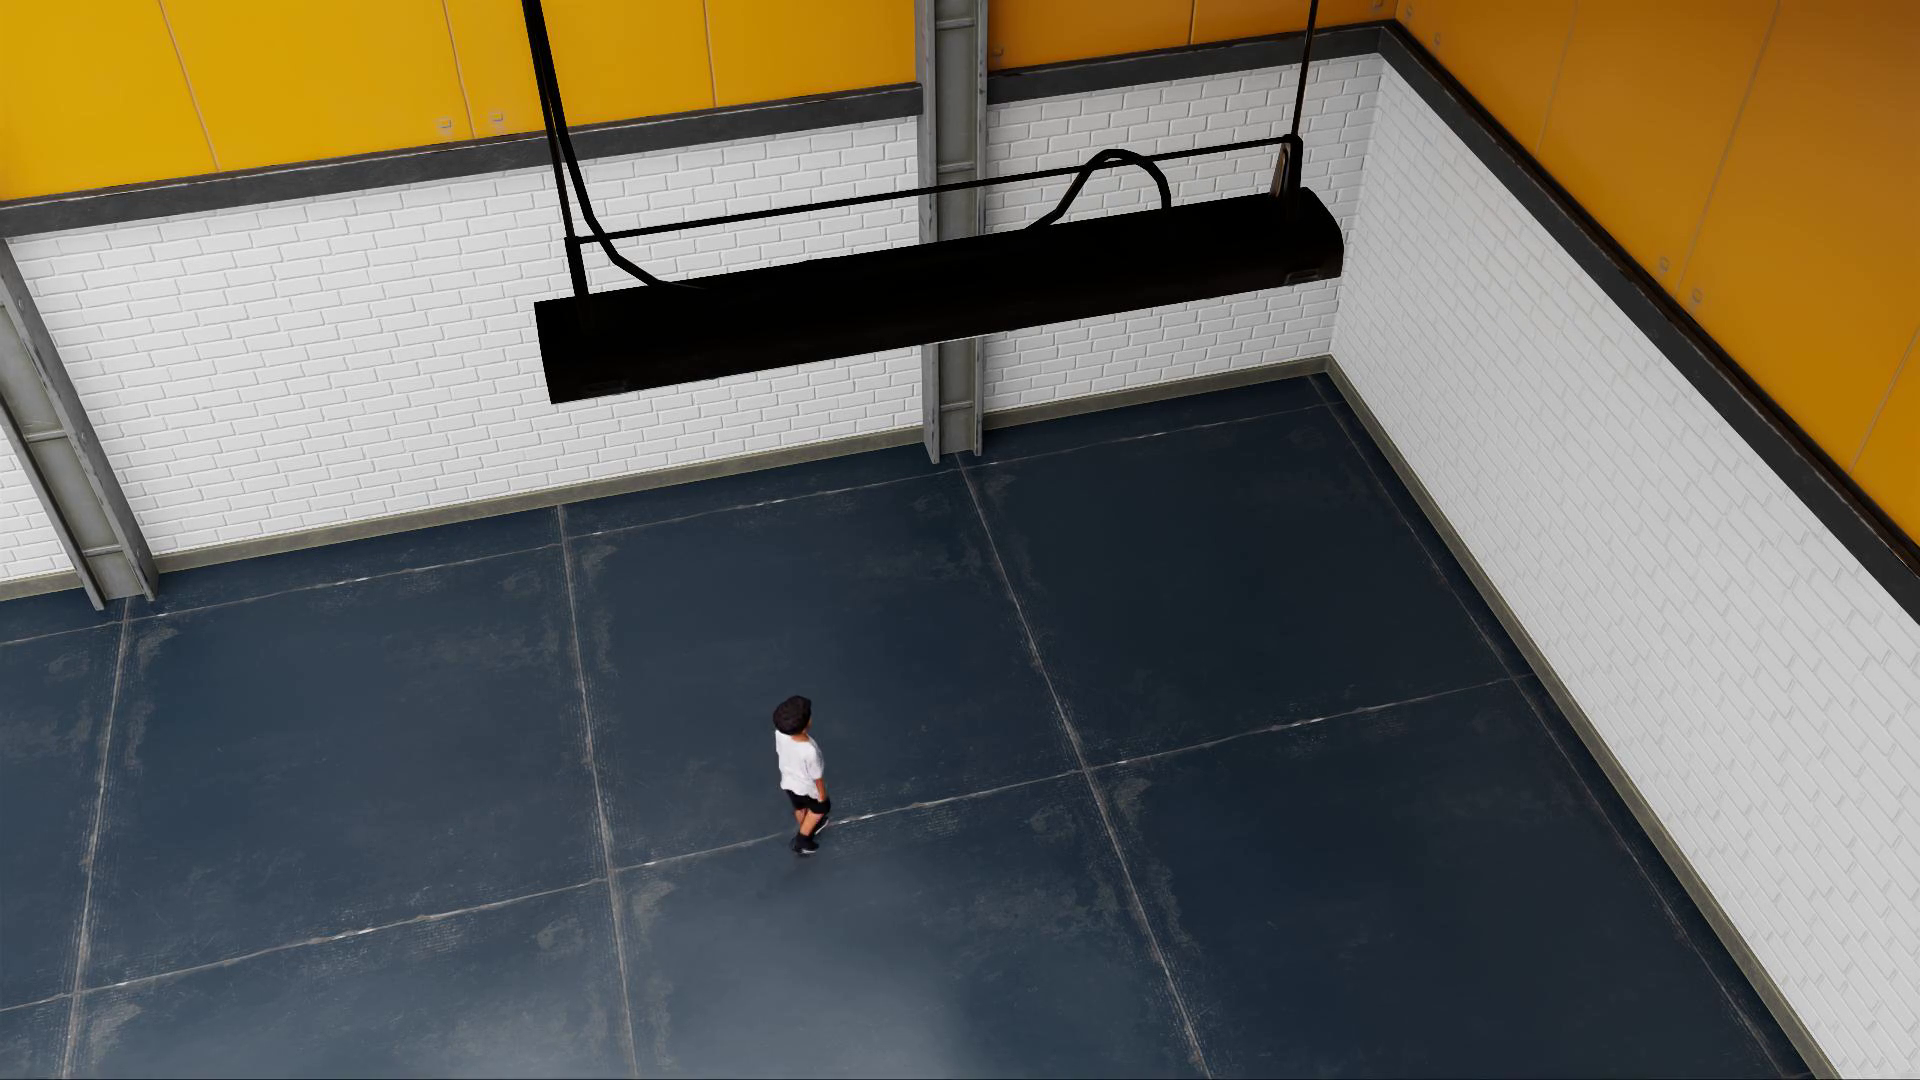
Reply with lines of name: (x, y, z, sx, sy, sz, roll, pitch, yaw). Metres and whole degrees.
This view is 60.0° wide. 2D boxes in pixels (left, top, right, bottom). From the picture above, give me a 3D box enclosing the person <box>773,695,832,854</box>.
person: (-0.951, 1.405, 9.676, 0.642, 1.256, 0.707, 29, 51, 27)
